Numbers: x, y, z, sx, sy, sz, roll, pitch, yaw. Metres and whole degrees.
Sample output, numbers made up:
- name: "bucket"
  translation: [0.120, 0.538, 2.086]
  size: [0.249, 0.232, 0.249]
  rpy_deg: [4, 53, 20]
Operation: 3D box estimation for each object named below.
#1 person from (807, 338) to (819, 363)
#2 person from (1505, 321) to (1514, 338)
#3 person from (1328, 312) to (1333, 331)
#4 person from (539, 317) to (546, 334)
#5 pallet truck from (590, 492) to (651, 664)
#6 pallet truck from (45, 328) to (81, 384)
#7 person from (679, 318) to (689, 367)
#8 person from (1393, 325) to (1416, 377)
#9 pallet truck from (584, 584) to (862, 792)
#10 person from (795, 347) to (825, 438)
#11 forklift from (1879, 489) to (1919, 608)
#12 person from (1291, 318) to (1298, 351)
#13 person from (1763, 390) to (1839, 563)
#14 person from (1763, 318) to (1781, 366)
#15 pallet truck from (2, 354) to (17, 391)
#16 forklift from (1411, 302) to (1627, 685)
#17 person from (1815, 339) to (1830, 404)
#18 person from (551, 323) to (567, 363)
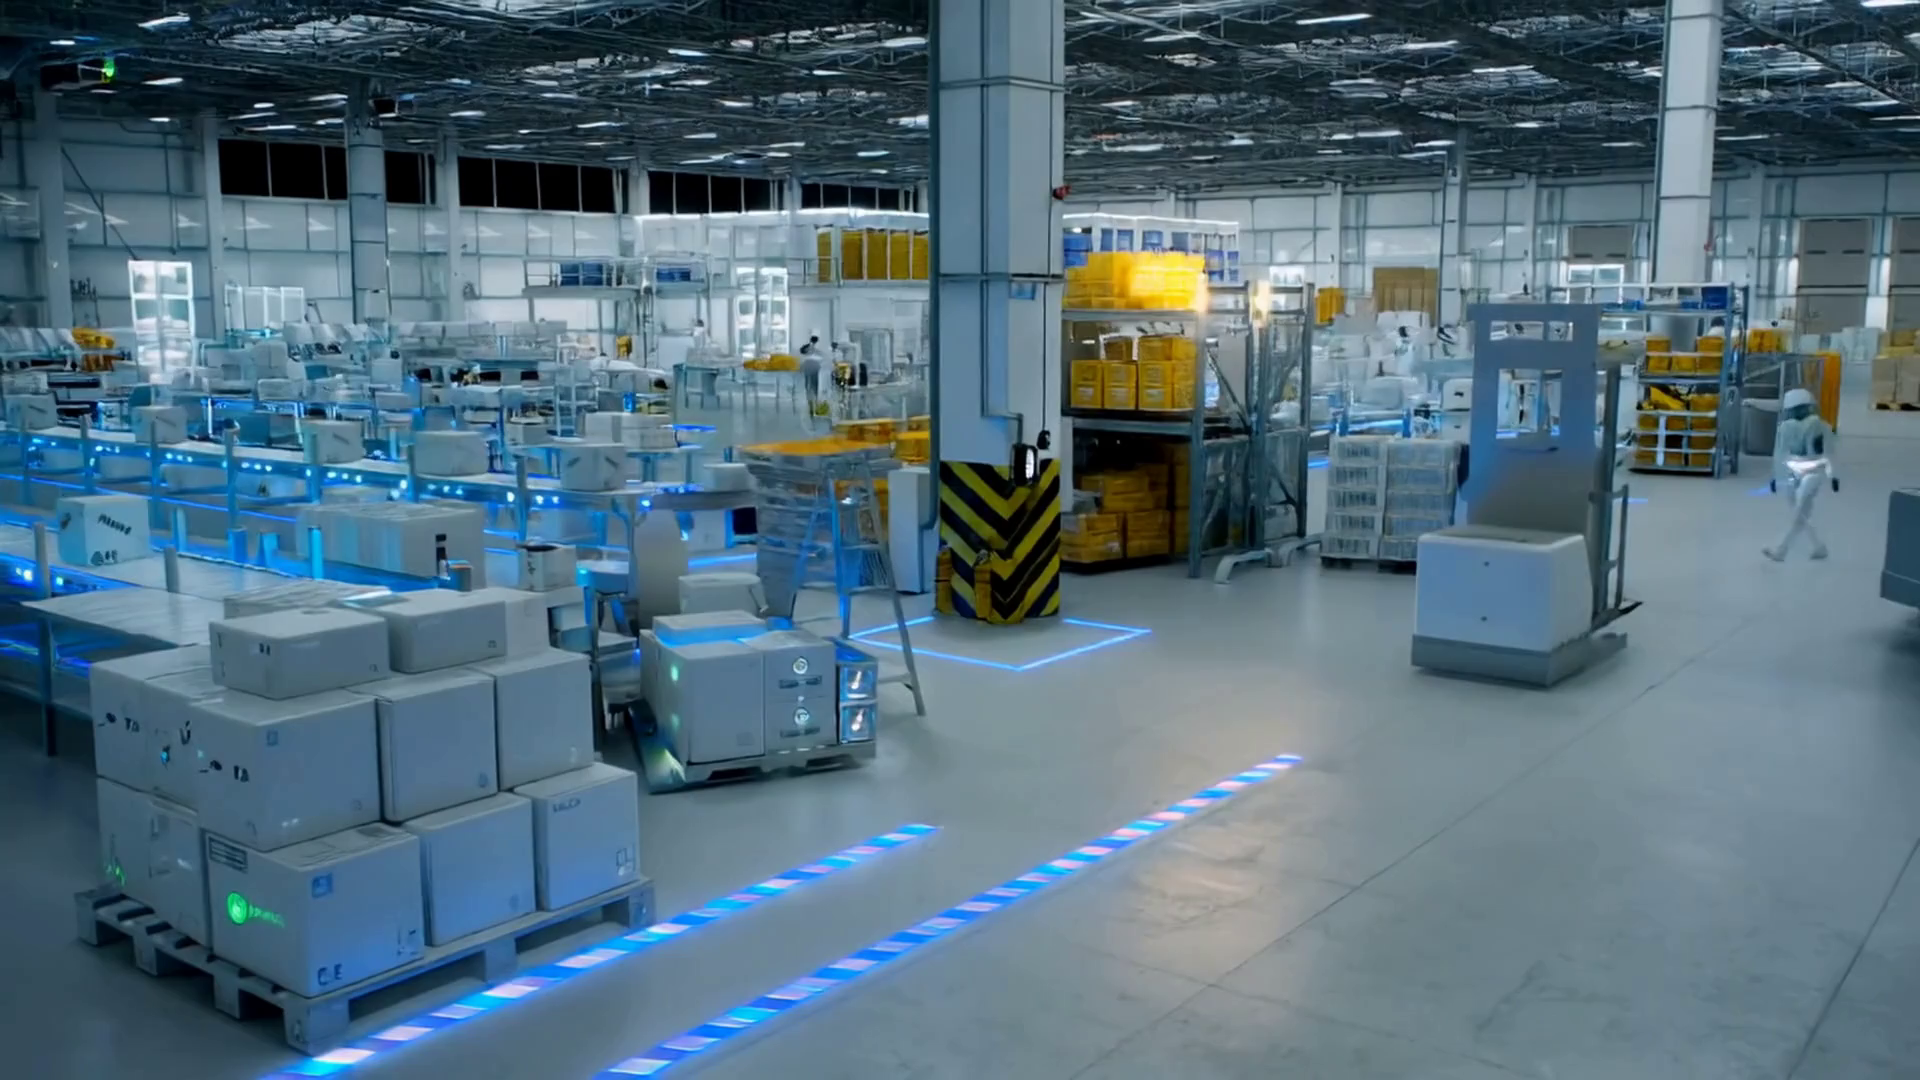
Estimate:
- name: "person"
  translation: [-3.731, -4.218, 42.060]
  size: [0.305, 1.772, 0.527]
  rpy_deg: [7, 11, 37]
- name: "person"
  translation: [23.877, -8.814, 72.288]
  size: [0.381, 1.994, 0.614]
  rpy_deg: [7, 11, 37]
- name: "person"
  translation: [19.107, -10.726, 85.353]
  size: [0.351, 1.942, 0.547]
  rpy_deg: [7, 11, 37]
- name: "person"
  translation: [-17.247, -8.277, 68.893]
  size: [0.368, 1.926, 0.589]
  rpy_deg: [7, 11, 37]
- name: "pallet truck"
  translation: [-3.115, 0.344, 12.883]
  size: [0.653, 1.274, 1.630]
  rpy_deg: [7, 11, 37]
- name: "pallet truck"
  translation: [-23.775, -4.544, 43.495]
  size: [1.885, 1.965, 0.823]
  rpy_deg: [6, 10, 35]
- name: "person"
  translation: [-10.906, -7.799, 65.835]
  size: [0.633, 1.912, 0.570]
  rpy_deg: [5, 10, 31]
- name: "person"
  translation: [12.286, -4.963, 46.170]
  size: [0.709, 2.000, 0.535]
  rpy_deg: [-7, 11, -39]
- name: "pallet truck"
  translation: [-1.426, 0.805, 10.019]
  size: [1.601, 1.201, 0.680]
  rpy_deg: [-4, 9, -26]
- name: "person"
  translation: [-3.027, -2.966, 33.454]
  size: [0.544, 1.820, 0.918]
  rpy_deg: [-4, 9, -23]
- name: "forklift"
  translation: [9.524, -0.745, 14.922]
  size: [1.873, 2.768, 1.129]
  rpy_deg: [-1, 8, -6]
- name: "person"
  translation: [16.917, -10.402, 83.983]
  size: [0.318, 1.700, 0.537]
  rpy_deg: [7, 11, 37]
- name: "person"
  translation: [9.066, -0.682, 17.913]
  size: [1.057, 1.858, 0.620]
  rpy_deg: [-4, 9, -25]
- name: "person"
  translation: [32.226, -7.851, 66.117]
  size: [0.619, 1.889, 0.871]
  rpy_deg: [-4, 9, -26]
- name: "pallet truck"
  translation: [-24.881, -4.417, 42.634]
  size: [1.885, 1.965, 0.823]
  rpy_deg: [8, 11, 41]
- name: "forklift"
  translation: [4.379, -0.438, 12.852]
  size: [1.129, 2.768, 1.873]
  rpy_deg: [7, 11, 37]
- name: "person"
  translation: [22.673, -4.429, 43.728]
  size: [0.318, 1.696, 0.537]
  rpy_deg: [7, 11, 37]
- name: "person"
  translation: [-13.752, -6.504, 57.085]
  size: [0.353, 1.884, 0.577]
  rpy_deg: [7, 11, 37]
